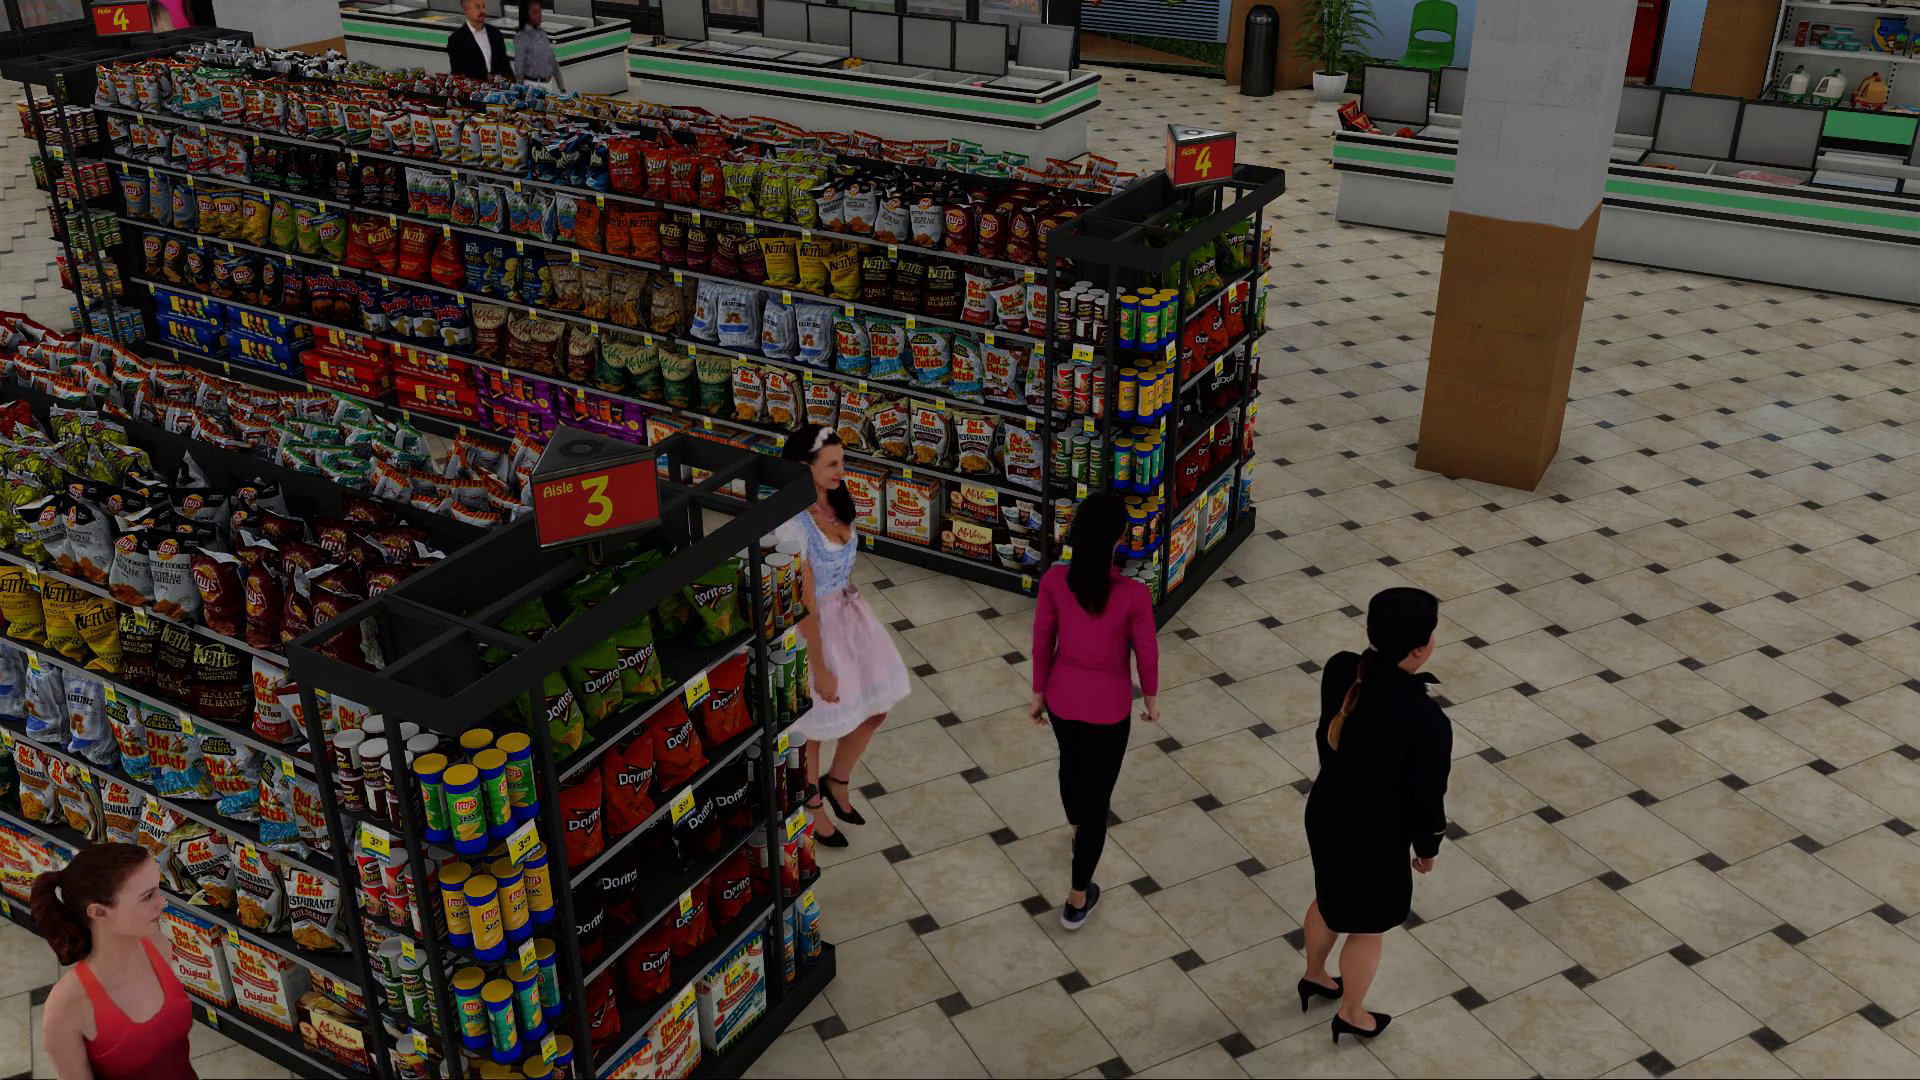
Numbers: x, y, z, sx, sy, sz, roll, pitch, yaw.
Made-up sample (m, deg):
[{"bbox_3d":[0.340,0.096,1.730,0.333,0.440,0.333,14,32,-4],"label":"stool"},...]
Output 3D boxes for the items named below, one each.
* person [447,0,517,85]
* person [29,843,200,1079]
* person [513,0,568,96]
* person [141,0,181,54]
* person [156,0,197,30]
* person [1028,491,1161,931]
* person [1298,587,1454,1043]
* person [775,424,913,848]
[{"bbox_3d":[-4.241,-3.857,14.567,1.253,1.901,0.816,19,33,33],"label":"person"},{"bbox_3d":[-2.117,1.522,4.188,1.187,1.694,0.585,14,30,26],"label":"person"},{"bbox_3d":[-3.924,-4.060,15.196,1.072,1.693,0.701,11,29,21],"label":"person"},{"bbox_3d":[-7.134,-4.006,15.117,0.734,1.669,0.767,-14,30,-25],"label":"person"},{"bbox_3d":[-8.249,-5.315,17.655,0.698,1.708,0.760,-6,27,-11],"label":"person"},{"bbox_3d":[0.430,0.647,5.926,0.791,1.683,0.691,12,29,22],"label":"person"},{"bbox_3d":[1.313,0.916,5.409,0.847,1.671,0.729,-17,31,-29],"label":"person"},{"bbox_3d":[-0.611,0.389,6.302,0.795,1.804,0.690,16,31,29],"label":"person"}]
